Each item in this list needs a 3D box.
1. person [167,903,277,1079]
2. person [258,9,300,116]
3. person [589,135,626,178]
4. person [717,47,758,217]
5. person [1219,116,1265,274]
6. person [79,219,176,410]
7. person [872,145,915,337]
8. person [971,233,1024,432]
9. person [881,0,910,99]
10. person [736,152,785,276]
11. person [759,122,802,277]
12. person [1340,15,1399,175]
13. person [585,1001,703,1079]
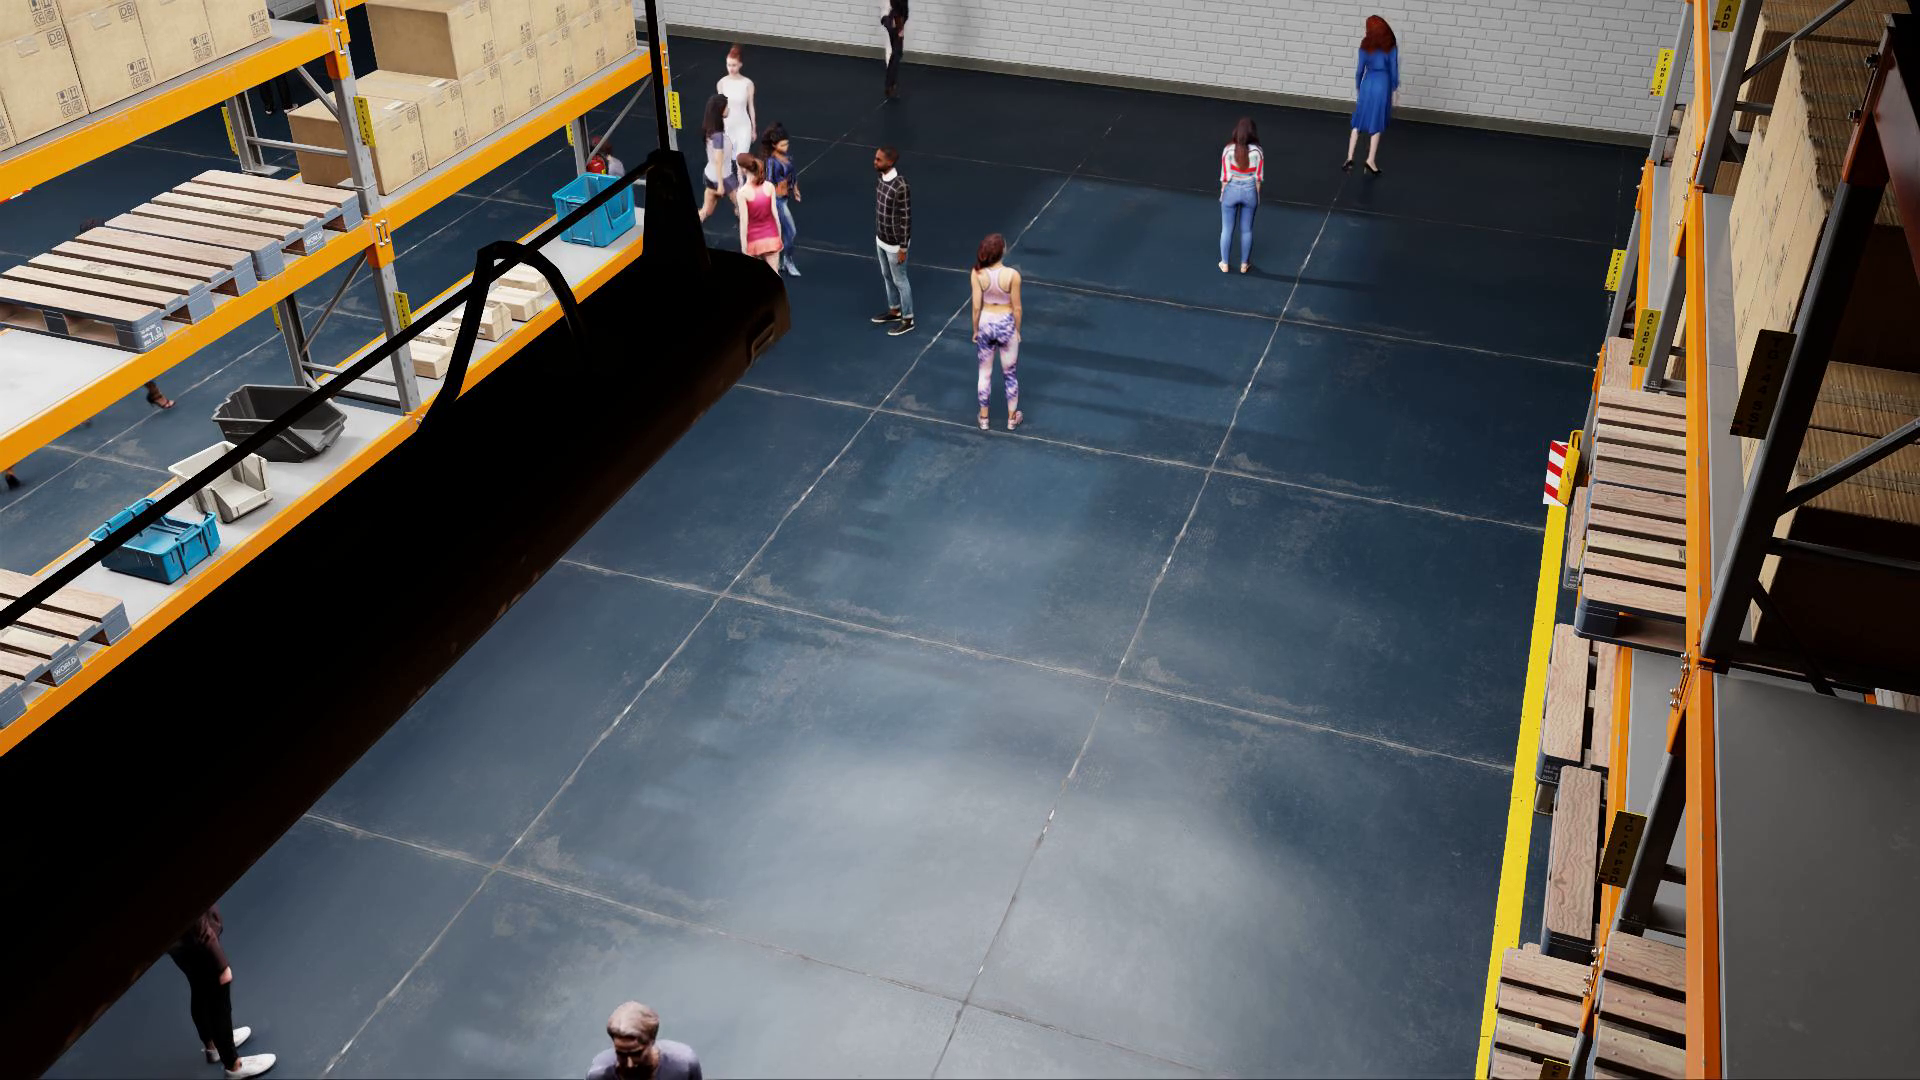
[{"bbox_3d":[-3.834,2.037,8.332,0.677,1.703,0.653,29,43,36],"label":"person"},{"bbox_3d":[-8.633,-6.091,20.656,0.759,1.597,0.768,1,34,1],"label":"person"},{"bbox_3d":[-3.287,-3.134,16.169,0.791,1.641,0.689,8,34,12],"label":"person"},{"bbox_3d":[-2.374,-4.447,18.029,0.694,1.767,1.108,6,34,9],"label":"person"},{"bbox_3d":[2.815,-3.470,16.697,0.632,1.614,0.582,4,34,6],"label":"person"},{"bbox_3d":[-7.235,-1.828,14.072,1.105,1.786,1.000,-17,37,-23],"label":"person"},{"bbox_3d":[-0.612,-2.814,15.527,0.776,1.818,0.740,-18,37,-24],"label":"person"},{"bbox_3d":[0.311,-1.742,13.959,0.643,1.767,0.597,4,34,6],"label":"person"},{"bbox_3d":[-0.852,-6.642,21.248,0.979,1.860,0.721,-7,34,-11],"label":"person"},{"bbox_3d":[-1.835,-2.736,15.498,0.952,1.720,0.996,-15,36,-21],"label":"person"},{"bbox_3d":[-1.877,-3.378,16.562,0.786,1.611,0.613,3,34,5],"label":"person"},{"bbox_3d":[4.717,-5.010,18.839,0.681,1.808,0.735,-27,42,-34],"label":"person"},{"bbox_3d":[-1.312,2.628,7.293,0.801,1.869,0.816,-3,34,-5],"label":"person"}]
